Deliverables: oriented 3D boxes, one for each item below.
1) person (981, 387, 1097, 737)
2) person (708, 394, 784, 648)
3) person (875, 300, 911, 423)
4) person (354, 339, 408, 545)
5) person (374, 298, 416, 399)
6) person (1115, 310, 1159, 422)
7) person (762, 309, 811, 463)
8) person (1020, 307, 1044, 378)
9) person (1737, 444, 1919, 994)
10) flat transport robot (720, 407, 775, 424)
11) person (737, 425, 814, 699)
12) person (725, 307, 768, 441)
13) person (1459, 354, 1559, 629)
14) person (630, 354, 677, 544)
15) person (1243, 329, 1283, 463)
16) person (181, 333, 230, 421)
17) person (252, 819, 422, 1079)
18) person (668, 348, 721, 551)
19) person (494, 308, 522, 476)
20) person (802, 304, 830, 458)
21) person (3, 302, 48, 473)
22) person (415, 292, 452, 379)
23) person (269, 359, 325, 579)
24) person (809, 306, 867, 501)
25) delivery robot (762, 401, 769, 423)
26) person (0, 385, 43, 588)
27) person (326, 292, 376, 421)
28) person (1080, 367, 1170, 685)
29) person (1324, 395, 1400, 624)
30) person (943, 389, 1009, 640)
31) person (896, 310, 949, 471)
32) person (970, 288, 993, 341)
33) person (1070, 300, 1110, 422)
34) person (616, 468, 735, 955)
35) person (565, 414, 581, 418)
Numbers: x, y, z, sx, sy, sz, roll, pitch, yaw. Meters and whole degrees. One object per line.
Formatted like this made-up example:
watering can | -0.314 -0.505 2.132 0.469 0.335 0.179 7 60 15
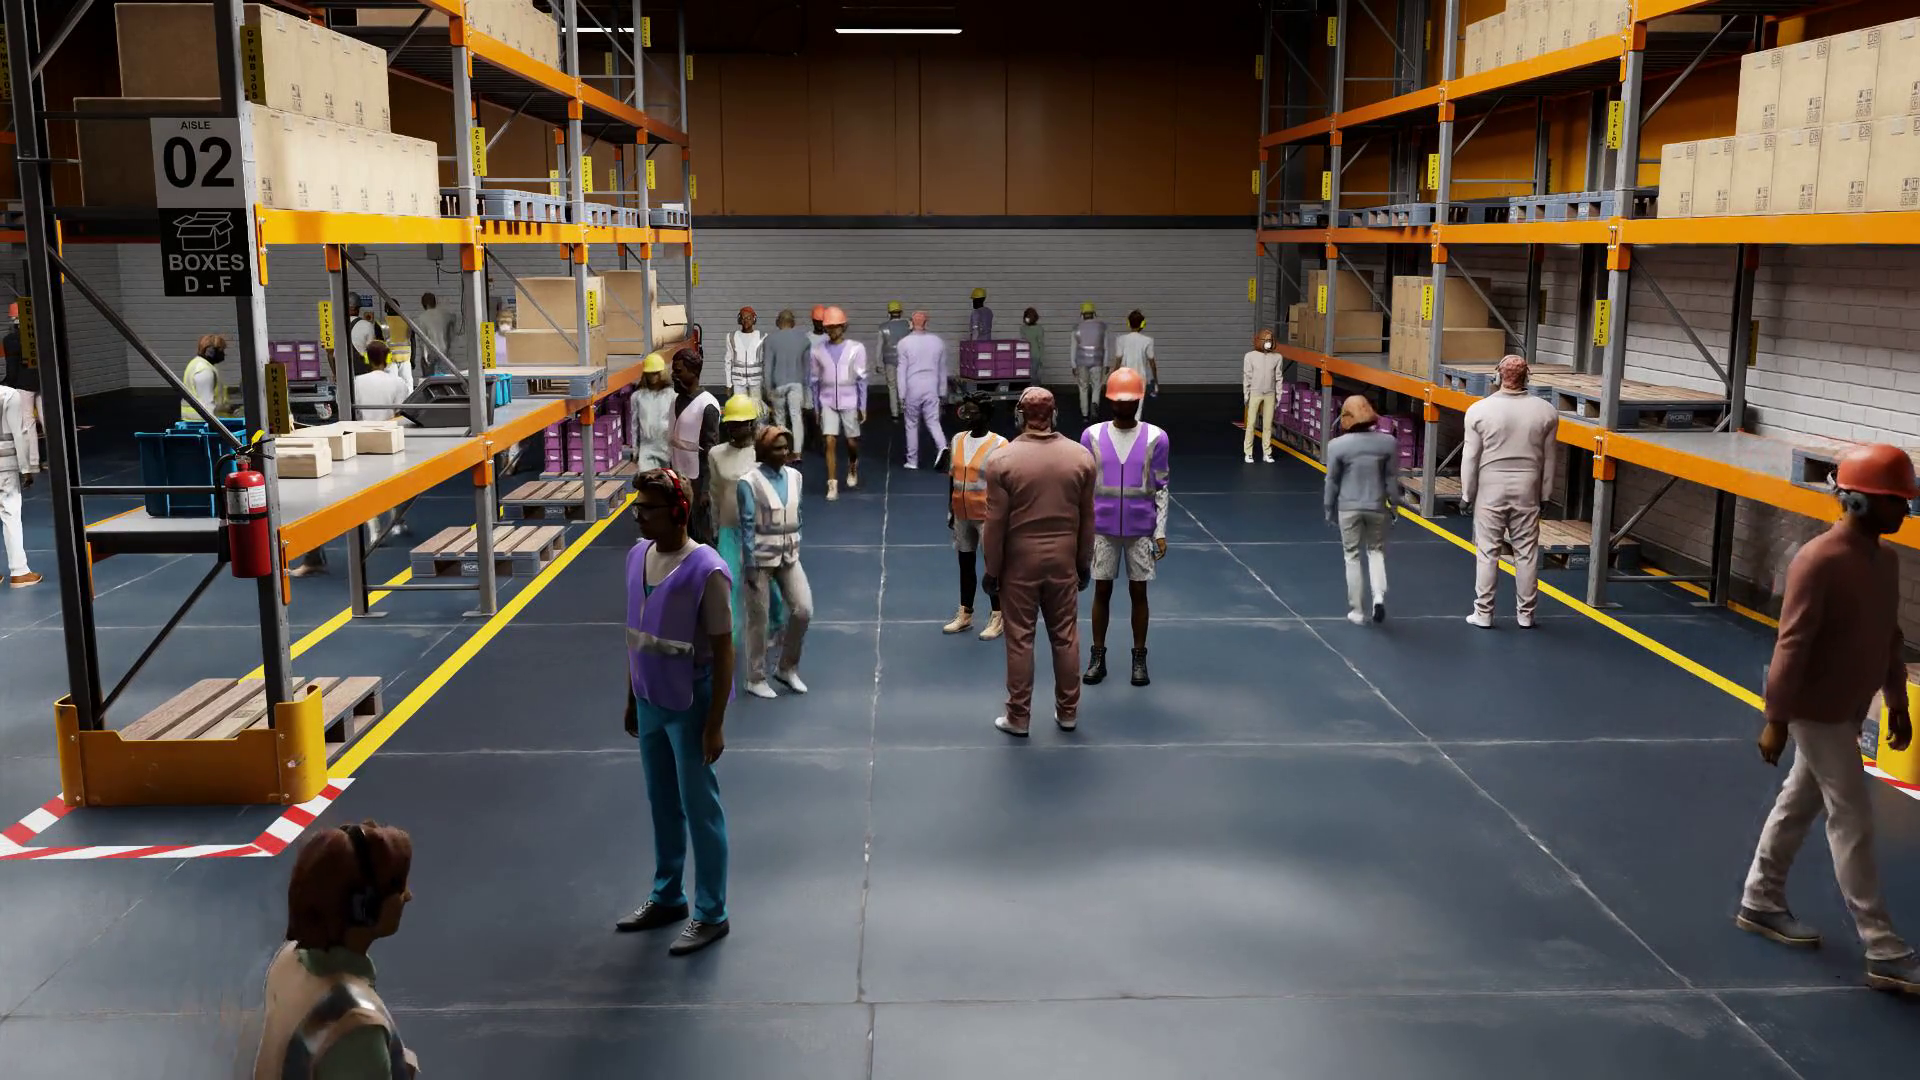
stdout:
person | 0.416 0.118 9.070 0.652 1.904 0.403 -3 11 -19
person | -1.356 -0.087 10.711 0.539 1.724 0.889 3 11 15
person | -0.987 -2.678 24.921 0.608 1.797 0.781 -2 10 -12
person | -5.201 -0.883 14.906 0.545 1.826 0.965 -1 10 -7
person | -8.446 -2.687 24.873 0.632 1.842 0.429 -9 13 -40
person | 2.245 -2.005 21.150 0.536 1.821 0.956 5 11 26
person | -2.104 -1.876 20.345 0.633 1.874 1.041 -3 11 -16
person | 1.158 -2.970 27.052 0.518 1.618 0.378 9 14 42
person | 3.317 0.632 6.053 0.659 1.950 0.939 -8 13 -38
flat transport robot | -3.352 -1.850 24.585 1.431 0.197 0.652 1 10 8
person | -1.089 0.141 9.732 0.454 1.623 0.527 10 14 44
person | -2.622 -1.936 20.568 0.576 1.884 0.354 0 10 1
person | 3.784 -0.327 11.539 0.643 1.910 0.400 1 10 5
person | -2.641 -0.762 14.519 0.508 1.693 0.873 0 10 0
person | 3.679 -1.743 20.222 0.501 1.629 0.271 -1 10 -8
person | -7.231 -1.073 15.981 0.442 1.818 0.670 -5 11 -27
person | -1.218 1.333 3.244 0.972 1.572 0.531 -6 12 -30
person | -1.933 -0.433 12.099 0.391 1.920 0.593 -8 13 -38
person | -5.206 -1.701 19.137 0.654 1.928 0.428 0 10 -2
person | -1.783 -2.009 20.922 0.555 1.912 0.823 -1 10 -4
person | -10.858 -1.782 19.411 0.400 1.989 0.623 4 11 23
person | -8.213 -2.940 26.155 0.632 1.901 0.995 -9 14 -43
person | -5.519 -0.581 13.322 0.819 1.779 0.561 2 10 10
person | -1.261 -1.448 17.465 0.610 2.023 0.819 1 10 3
delivery robot | -2.851 -1.792 23.206 0.477 0.478 0.707 -2 10 -10
person | -7.495 -0.559 12.894 0.584 1.882 0.337 0 10 0
person | -7.838 -2.202 21.613 0.674 2.000 0.535 1 10 5
person | 0.981 -0.075 10.055 0.553 1.934 0.366 2 10 10
person | 2.810 -0.205 11.643 0.517 1.617 0.361 0 10 0
person | 0.123 -0.173 11.269 0.532 1.697 0.319 8 13 38
person | -0.420 -1.731 19.441 0.660 1.890 0.760 -5 11 -24
person | 0.324 -3.190 27.436 0.363 1.928 0.587 5 11 27
person | 1.925 -2.646 24.713 0.603 1.814 0.518 1 10 5
person | -1.073 0.635 6.349 0.570 1.844 0.379 9 14 42
person | -6.082 -2.826 25.407 0.587 1.928 0.363 7 12 34
